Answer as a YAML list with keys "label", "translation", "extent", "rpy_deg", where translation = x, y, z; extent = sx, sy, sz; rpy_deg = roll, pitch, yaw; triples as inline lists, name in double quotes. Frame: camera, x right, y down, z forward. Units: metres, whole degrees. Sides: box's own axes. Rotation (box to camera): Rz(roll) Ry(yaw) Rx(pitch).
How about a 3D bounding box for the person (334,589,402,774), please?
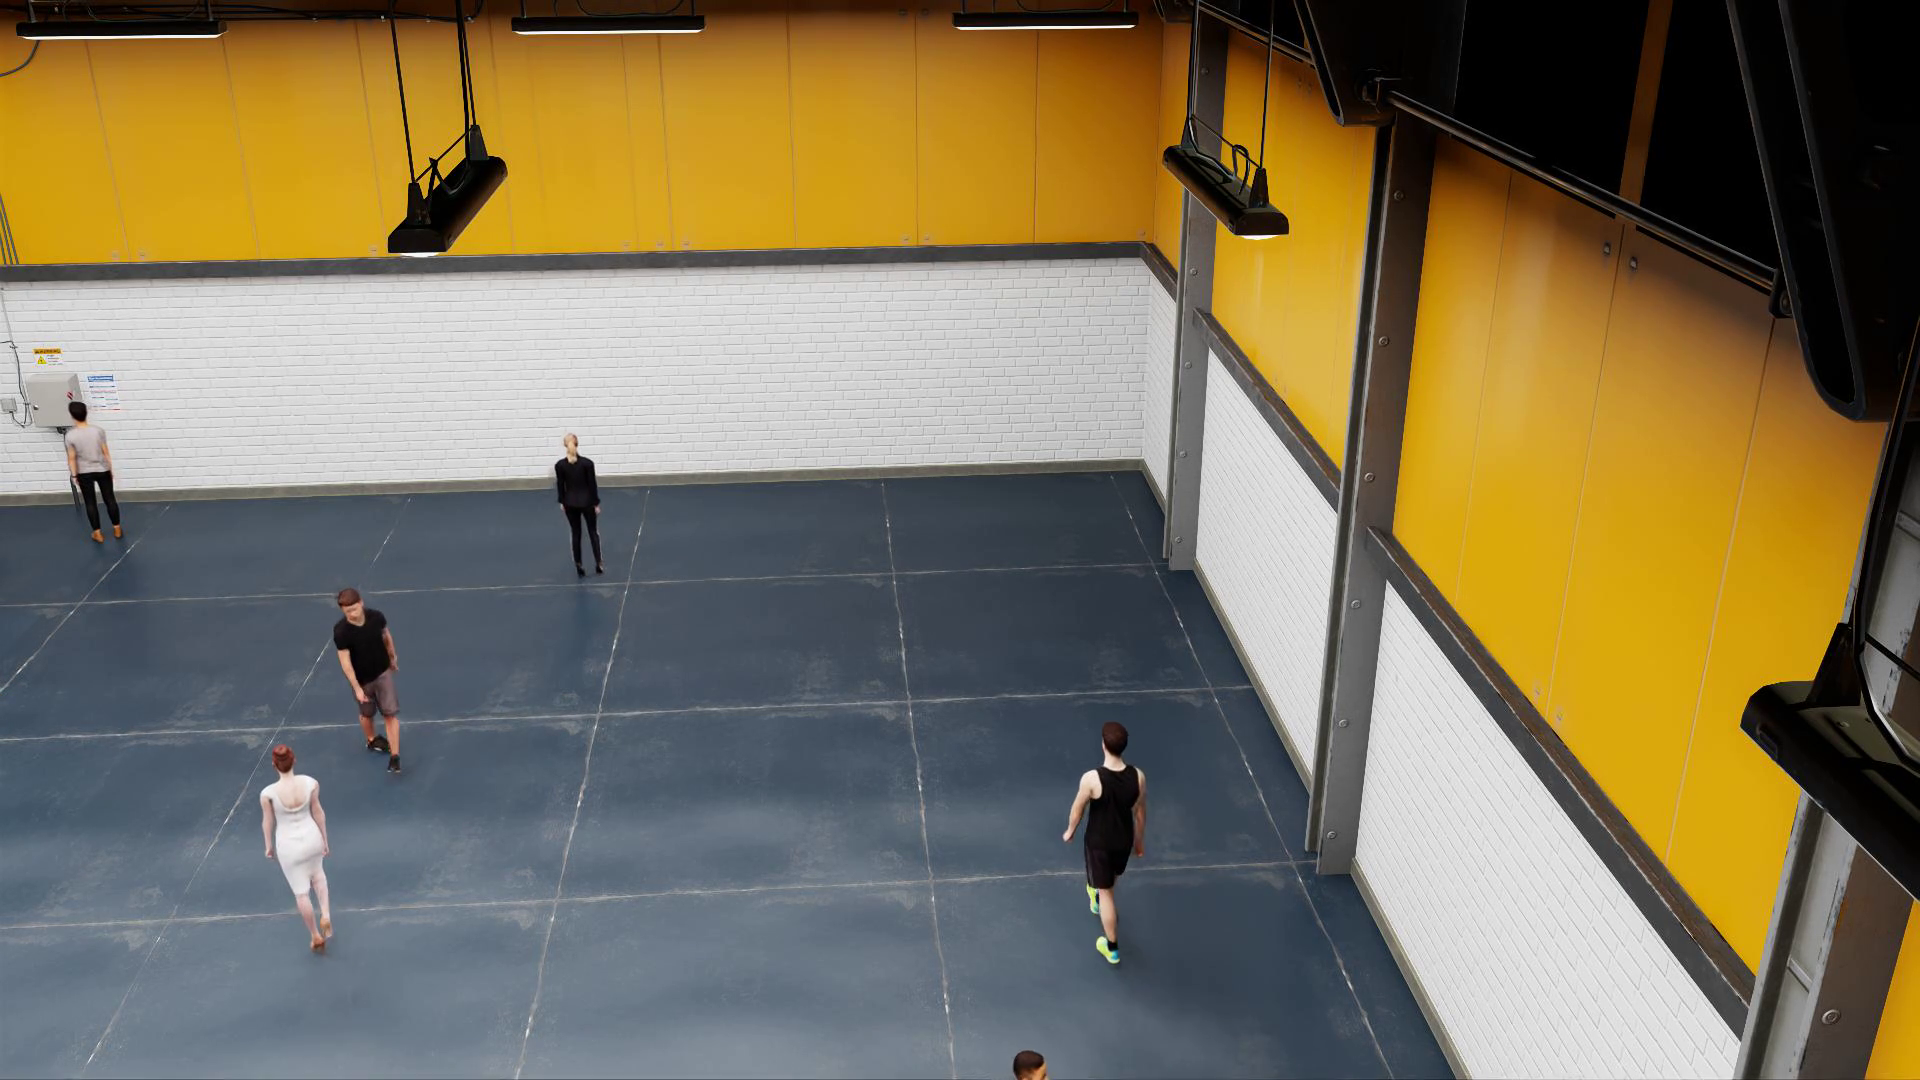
- label: "person"
  translation: [-5.294, 1.185, 14.924]
  extent: [1.049, 1.796, 1.206]
  rpy_deg: [-22, 32, -40]

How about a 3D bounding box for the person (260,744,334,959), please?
- label: "person"
  translation: [-4.869, 2.338, 12.301]
  extent: [0.712, 1.784, 0.756]
  rpy_deg: [-16, 28, -32]

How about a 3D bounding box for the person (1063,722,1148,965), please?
- label: "person"
  translation: [1.133, 2.288, 12.336]
  extent: [0.859, 1.847, 1.164]
  rpy_deg: [-8, 25, -17]

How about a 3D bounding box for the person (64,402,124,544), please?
- label: "person"
  translation: [-10.205, -0.808, 19.588]
  extent: [0.688, 1.713, 0.702]
  rpy_deg: [-14, 27, -29]

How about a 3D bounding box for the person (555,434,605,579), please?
- label: "person"
  translation: [-4.267, -0.360, 18.580]
  extent: [0.654, 1.699, 0.534]
  rpy_deg: [0, 24, -1]
